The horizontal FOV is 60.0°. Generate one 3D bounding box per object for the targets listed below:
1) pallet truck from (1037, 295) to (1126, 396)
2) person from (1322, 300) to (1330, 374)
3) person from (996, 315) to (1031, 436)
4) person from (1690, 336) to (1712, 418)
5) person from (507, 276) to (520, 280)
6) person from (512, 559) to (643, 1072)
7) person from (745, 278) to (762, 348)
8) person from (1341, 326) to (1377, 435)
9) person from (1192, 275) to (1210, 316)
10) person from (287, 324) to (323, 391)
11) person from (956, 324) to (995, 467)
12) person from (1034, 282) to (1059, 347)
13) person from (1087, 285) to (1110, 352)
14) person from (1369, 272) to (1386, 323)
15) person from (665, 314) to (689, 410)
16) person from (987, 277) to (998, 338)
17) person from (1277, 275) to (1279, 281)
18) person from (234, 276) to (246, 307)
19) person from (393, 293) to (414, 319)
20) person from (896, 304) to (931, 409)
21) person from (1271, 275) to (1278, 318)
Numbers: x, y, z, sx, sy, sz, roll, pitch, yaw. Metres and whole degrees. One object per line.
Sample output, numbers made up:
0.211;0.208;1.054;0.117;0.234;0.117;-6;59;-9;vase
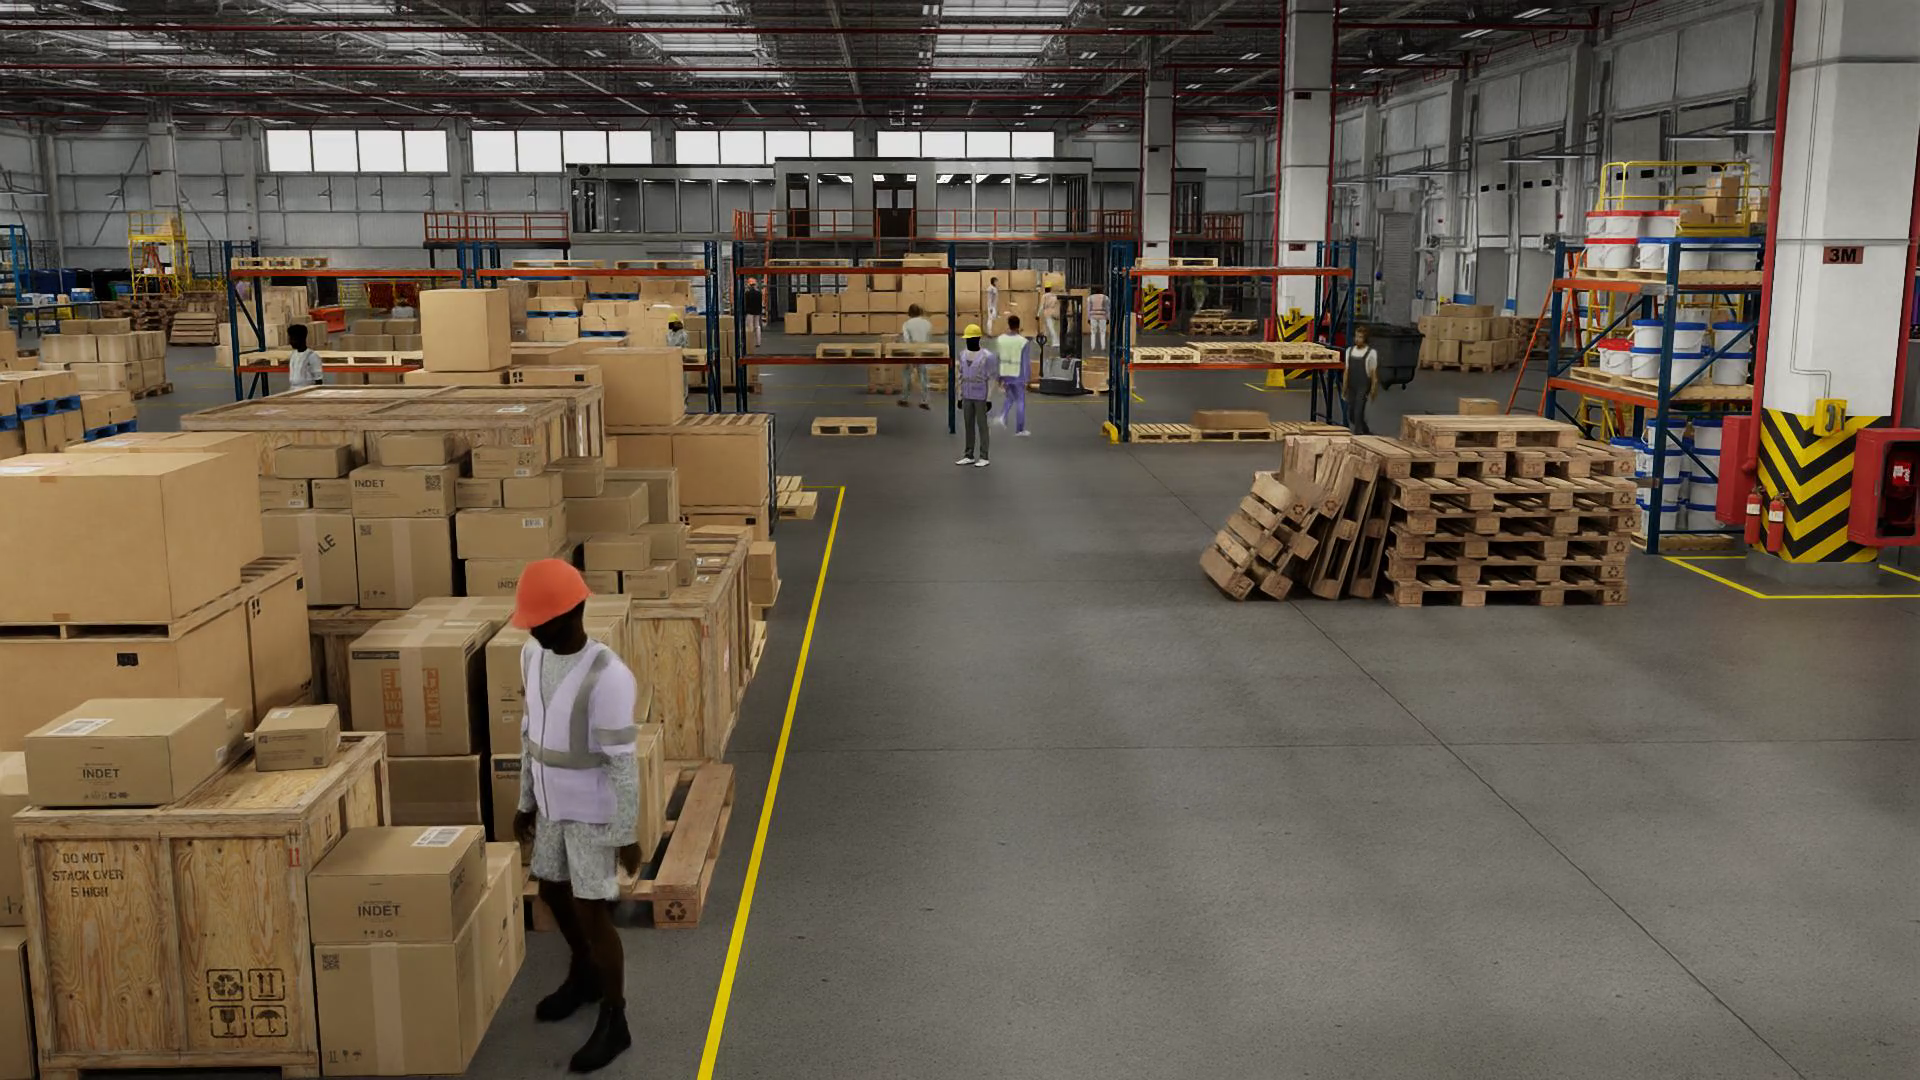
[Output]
2.483;-3.881;33.060;1.885;1.965;0.823;-7;13;-36;pallet truck
8.355;-4.659;38.230;0.540;1.695;0.317;-1;10;-3;person
0.828;-2.554;25.957;0.643;1.894;0.490;6;12;32;person
11.671;-2.653;26.475;0.851;1.909;0.559;3;11;15;person
-17.976;-9.903;66.930;0.572;1.883;0.354;2;10;13;person
-1.419;0.984;6.204;0.693;1.909;0.559;8;13;38;person
-5.912;-6.453;47.396;0.625;1.992;0.386;-9;14;-42;person
5.797;-2.183;24.068;0.616;1.834;0.520;-9;13;-40;person
9.195;-9.208;63.277;0.950;1.801;0.620;-9;14;-41;person
-8.645;-1.869;21.956;0.600;1.959;0.375;7;13;36;person
0.191;-1.950;22.501;0.593;1.924;0.380;8;13;39;person
2.526;-6.538;48.209;0.993;1.875;0.589;8;13;37;person
3.817;-6.111;45.929;0.647;1.844;0.429;2;10;13;person
14.988;-8.640;59.709;0.605;1.948;0.403;7;12;35;person
-5.126;-3.215;30.062;0.492;1.742;0.321;5;11;26;person
1.042;-7.299;52.267;0.373;1.940;0.629;3;11;15;person
13.736;-10.697;71.051;0.608;1.990;0.385;3;11;15;person
-24.721;-8.226;57.156;0.605;2.031;0.573;7;12;35;person
-12.862;-4.795;38.562;0.551;1.851;0.440;-7;12;-35;person
-0.856;-3.358;30.421;0.650;1.901;0.947;-6;12;-32;person
11.432;-8.760;60.424;0.376;1.937;0.553;3;11;17;person
